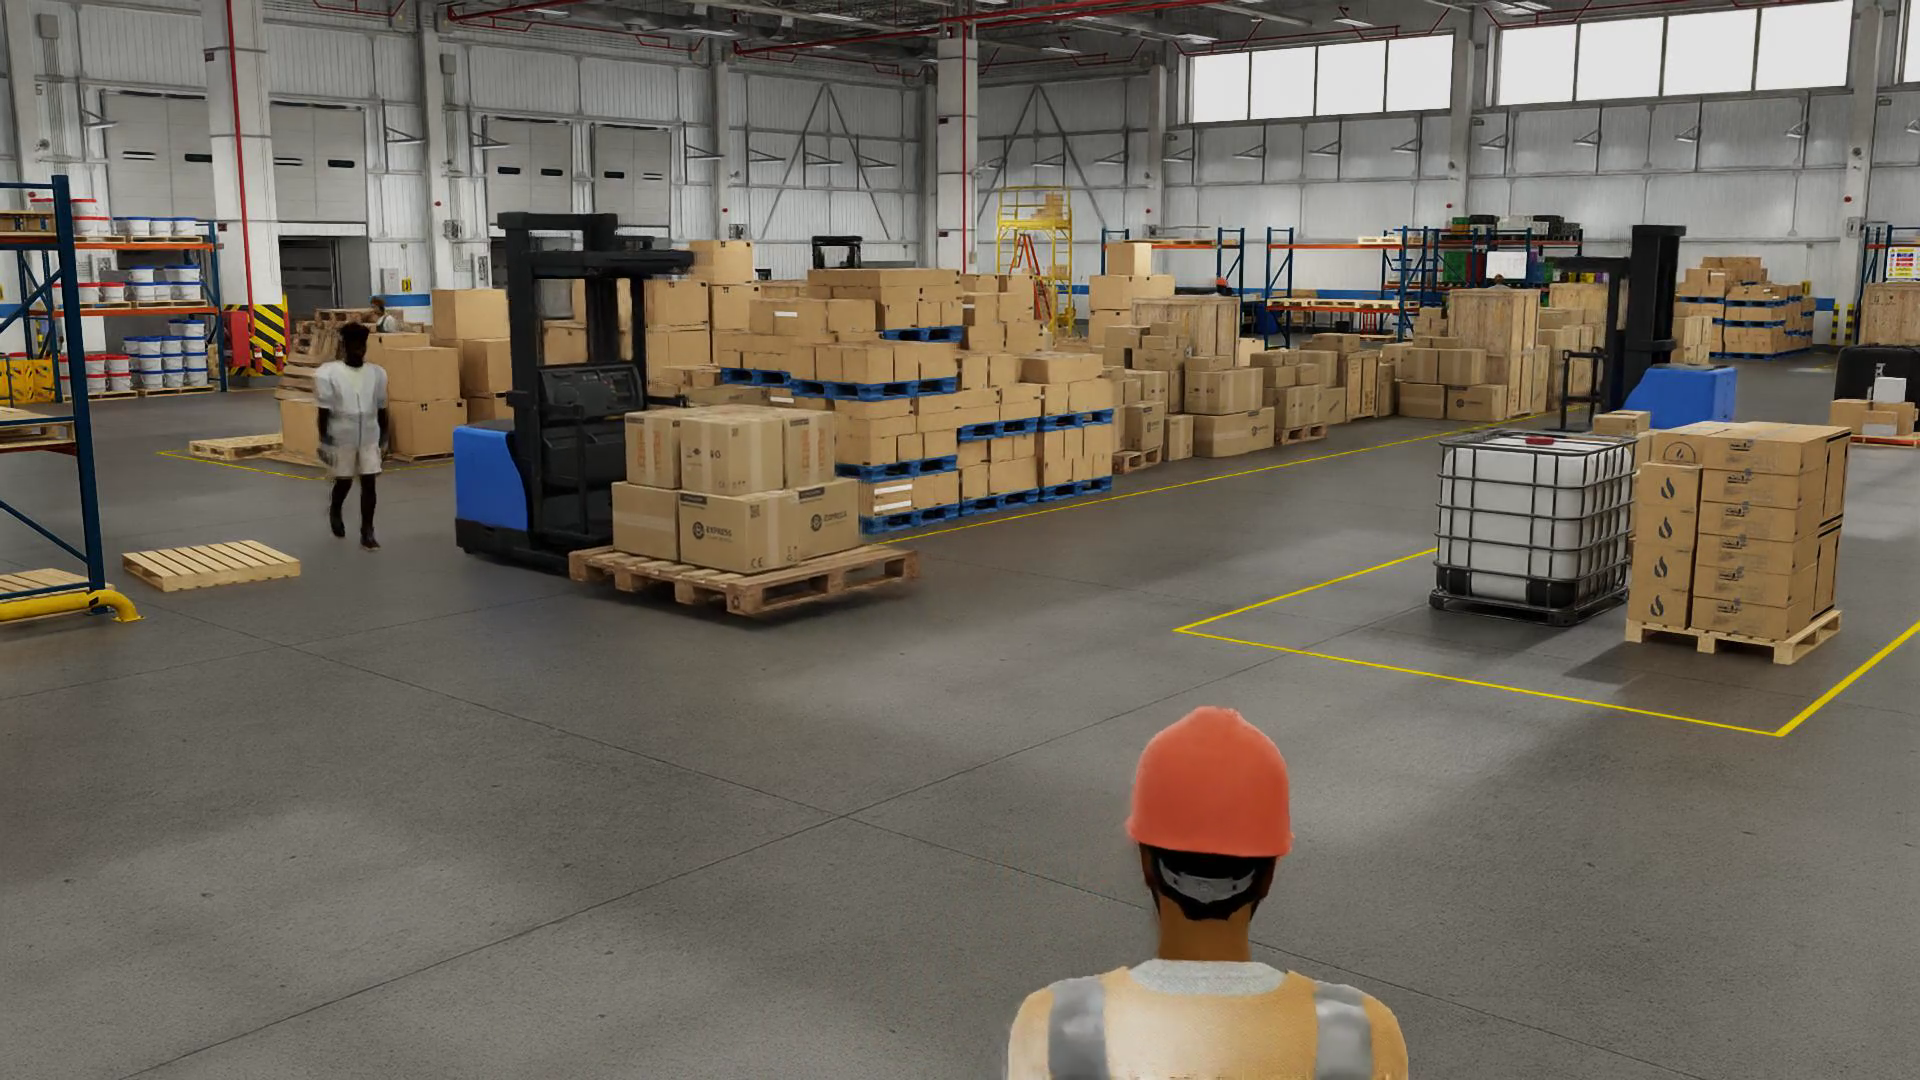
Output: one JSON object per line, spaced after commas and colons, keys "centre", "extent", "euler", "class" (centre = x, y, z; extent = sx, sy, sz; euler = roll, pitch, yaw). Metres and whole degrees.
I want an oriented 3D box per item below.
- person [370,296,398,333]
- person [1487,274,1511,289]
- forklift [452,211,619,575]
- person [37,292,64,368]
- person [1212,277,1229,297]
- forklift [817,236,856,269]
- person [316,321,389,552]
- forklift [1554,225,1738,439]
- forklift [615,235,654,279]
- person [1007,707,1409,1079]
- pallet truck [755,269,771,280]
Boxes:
{"centre": [-8.726, -2.806, 25.375], "extent": [0.421, 1.820, 0.567], "euler": [-8, 13, -38], "class": "person"}
{"centre": [12.825, -5.372, 39.675], "extent": [0.627, 1.935, 0.371], "euler": [1, 10, 4], "class": "person"}
{"centre": [-3.197, -1.240, 13.451], "extent": [1.873, 2.768, 1.129], "euler": [8, 13, 40], "class": "forklift"}
{"centre": [-17.011, -3.877, 31.179], "extent": [0.543, 1.928, 0.370], "euler": [4, 11, 23], "class": "person"}
{"centre": [5.683, -4.700, 35.913], "extent": [0.849, 1.903, 0.588], "euler": [5, 11, 25], "class": "person"}
{"centre": [-2.848, -5.612, 38.344], "extent": [1.129, 2.768, 1.873], "euler": [-1, 10, -6], "class": "forklift"}
{"centre": [-5.137, -0.874, 14.024], "extent": [0.636, 1.944, 0.610], "euler": [-8, 13, -38], "class": "person"}
{"centre": [8.584, -2.504, 20.649], "extent": [1.873, 2.768, 1.129], "euler": [8, 13, 40], "class": "forklift"}
{"centre": [-7.300, -5.450, 37.421], "extent": [1.873, 2.768, 1.129], "euler": [8, 13, 40], "class": "forklift"}
{"centre": [0.340, 1.190, 2.345], "extent": [0.550, 1.927, 0.502], "euler": [1, 10, 3], "class": "person"}
{"centre": [-4.996, -6.432, 45.525], "extent": [1.885, 1.965, 0.823], "euler": [-6, 12, -32], "class": "pallet truck"}
